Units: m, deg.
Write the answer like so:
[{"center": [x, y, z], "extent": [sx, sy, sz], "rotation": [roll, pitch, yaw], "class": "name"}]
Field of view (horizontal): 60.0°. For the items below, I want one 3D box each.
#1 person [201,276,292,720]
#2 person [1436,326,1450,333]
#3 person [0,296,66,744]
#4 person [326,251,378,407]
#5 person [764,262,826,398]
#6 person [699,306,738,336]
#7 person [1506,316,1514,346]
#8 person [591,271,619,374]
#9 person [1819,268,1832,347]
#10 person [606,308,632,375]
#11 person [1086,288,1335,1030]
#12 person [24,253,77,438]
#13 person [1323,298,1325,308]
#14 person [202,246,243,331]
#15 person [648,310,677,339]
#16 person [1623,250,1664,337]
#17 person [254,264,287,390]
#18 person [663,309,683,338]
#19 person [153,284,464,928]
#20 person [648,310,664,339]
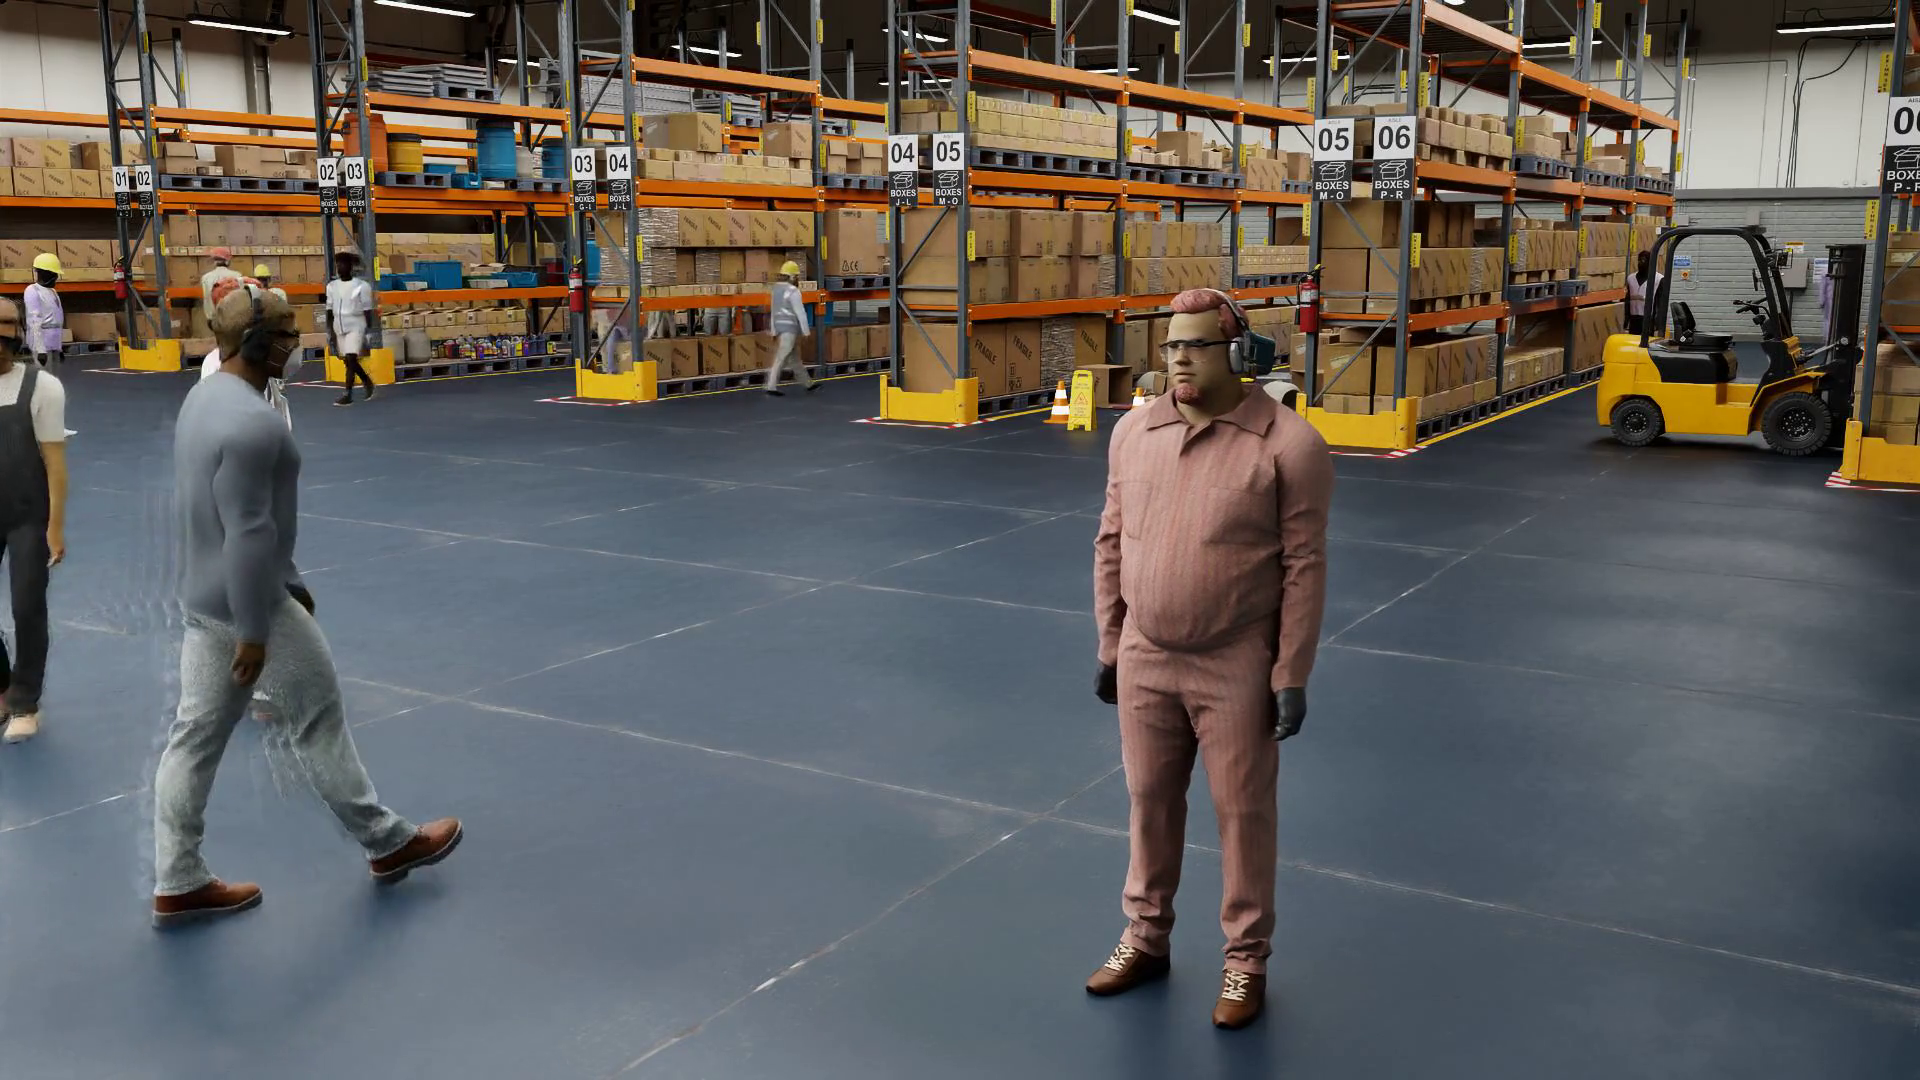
[{"center": [-3.009, -0.173, 7.105], "extent": [0.355, 1.882, 0.576], "rotation": [-9, 13, -40], "class": "person"}, {"center": [9.480, -4.647, 32.874], "extent": [0.510, 1.616, 0.556], "rotation": [5, 11, 28], "class": "person"}, {"center": [-3.844, -0.067, 6.699], "extent": [0.515, 1.817, 0.426], "rotation": [-3, 10, -14], "class": "person"}, {"center": [-7.664, -2.672, 20.969], "extent": [0.609, 1.934, 0.921], "rotation": [3, 11, 16], "class": "person"}, {"center": [-2.197, -2.758, 21.865], "extent": [0.987, 1.775, 0.595], "rotation": [-7, 12, -34], "class": "person"}, {"center": [-3.669, -3.439, 25.271], "extent": [0.624, 1.934, 0.364], "rotation": [0, 10, 1], "class": "person"}, {"center": [10.723, -4.501, 32.024], "extent": [0.513, 1.640, 0.309], "rotation": [1, 10, 6], "class": "person"}, {"center": [-5.276, -3.240, 25.021], "extent": [0.539, 1.614, 0.442], "rotation": [4, 11, 21], "class": "person"}, {"center": [16.626, -4.513, 31.507], "extent": [0.644, 1.853, 1.013], "rotation": [5, 12, 28], "class": "person"}, {"center": [-4.898, -3.145, 24.193], "extent": [0.517, 1.730, 0.865], "rotation": [4, 11, 23], "class": "person"}, {"center": [0.619, 0.306, 4.351], "extent": [0.645, 1.908, 0.408], "rotation": [7, 12, 33], "class": "person"}, {"center": [-9.501, -2.023, 17.361], "extent": [0.393, 1.920, 0.588], "rotation": [-2, 10, -9], "class": "person"}, {"center": [7.579, -5.160, 34.957], "extent": [0.899, 1.897, 0.567], "rotation": [3, 10, 15], "class": "person"}, {"center": [-10.556, -3.219, 23.885], "extent": [0.634, 1.982, 0.567], "rotation": [1, 10, 5], "class": "person"}, {"center": [-5.741, -4.497, 32.106], "extent": [0.498, 1.599, 0.824], "rotation": [7, 12, 33], "class": "person"}, {"center": [9.860, -3.206, 23.987], "extent": [0.398, 1.920, 0.590], "rotation": [-7, 12, -34], "class": "person"}, {"center": [-9.152, -2.771, 21.999], "extent": [0.533, 1.753, 0.514], "rotation": [-4, 11, -20], "class": "person"}, {"center": [-6.120, -5.191, 35.222], "extent": [0.542, 1.890, 0.998], "rotation": [4, 11, 20], "class": "person"}, {"center": [-2.042, 0.185, 5.051], "extent": [0.978, 1.891, 0.635], "rotation": [-8, 13, -39], "class": "person"}, {"center": [-6.263, -5.009, 34.226], "extent": [0.514, 1.872, 0.328], "rotation": [6, 12, 30], "class": "person"}]
